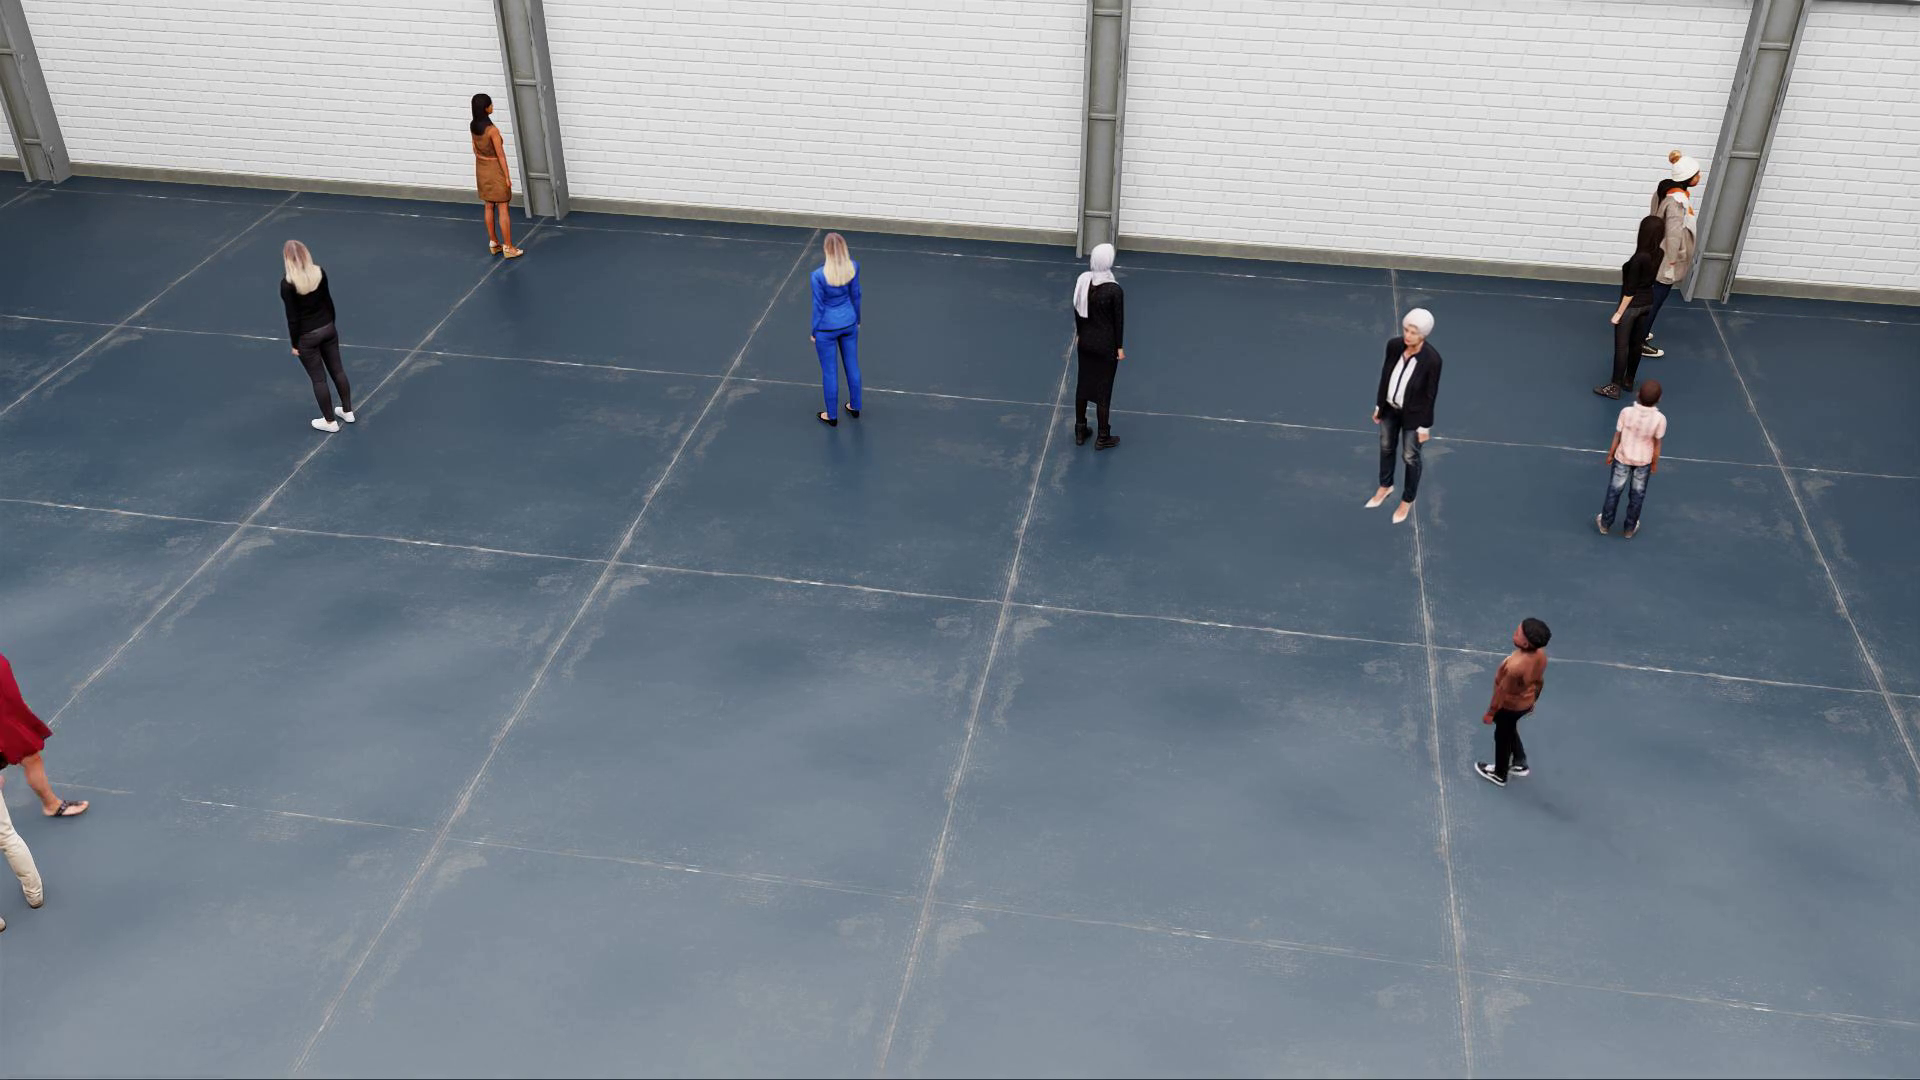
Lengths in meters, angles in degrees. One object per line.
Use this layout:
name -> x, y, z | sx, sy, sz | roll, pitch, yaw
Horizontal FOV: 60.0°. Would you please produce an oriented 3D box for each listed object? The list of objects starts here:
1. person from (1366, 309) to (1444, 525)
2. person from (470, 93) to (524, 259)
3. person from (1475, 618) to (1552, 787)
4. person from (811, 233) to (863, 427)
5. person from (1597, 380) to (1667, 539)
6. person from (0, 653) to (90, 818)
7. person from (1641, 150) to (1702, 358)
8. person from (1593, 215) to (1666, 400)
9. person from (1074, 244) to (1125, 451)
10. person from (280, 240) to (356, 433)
person -> 3.254, -0.954, 12.153 | 0.791, 1.779, 0.818 | -23, 40, -30
person -> -4.711, -3.674, 16.769 | 0.585, 1.689, 0.707 | 22, 39, 29
person -> 3.416, 1.017, 10.111 | 0.634, 1.247, 0.685 | -28, 43, -35
person -> -1.026, -1.766, 13.888 | 0.704, 1.701, 0.767 | -21, 39, -28
person -> 5.068, -0.621, 12.521 | 0.462, 1.307, 0.607 | 13, 36, 18
person -> -5.719, 1.057, 9.791 | 1.004, 1.535, 0.796 | -8, 34, -12
person -> 6.306, -2.594, 14.963 | 0.678, 1.891, 0.714 | 2, 34, 3
person -> 5.807, -2.003, 14.299 | 0.655, 1.641, 0.710 | -22, 40, -30
person -> 1.120, -1.569, 13.521 | 0.624, 1.779, 0.748 | 23, 40, 30
person -> -5.340, -1.693, 13.791 | 0.666, 1.686, 0.685 | 20, 39, 27
